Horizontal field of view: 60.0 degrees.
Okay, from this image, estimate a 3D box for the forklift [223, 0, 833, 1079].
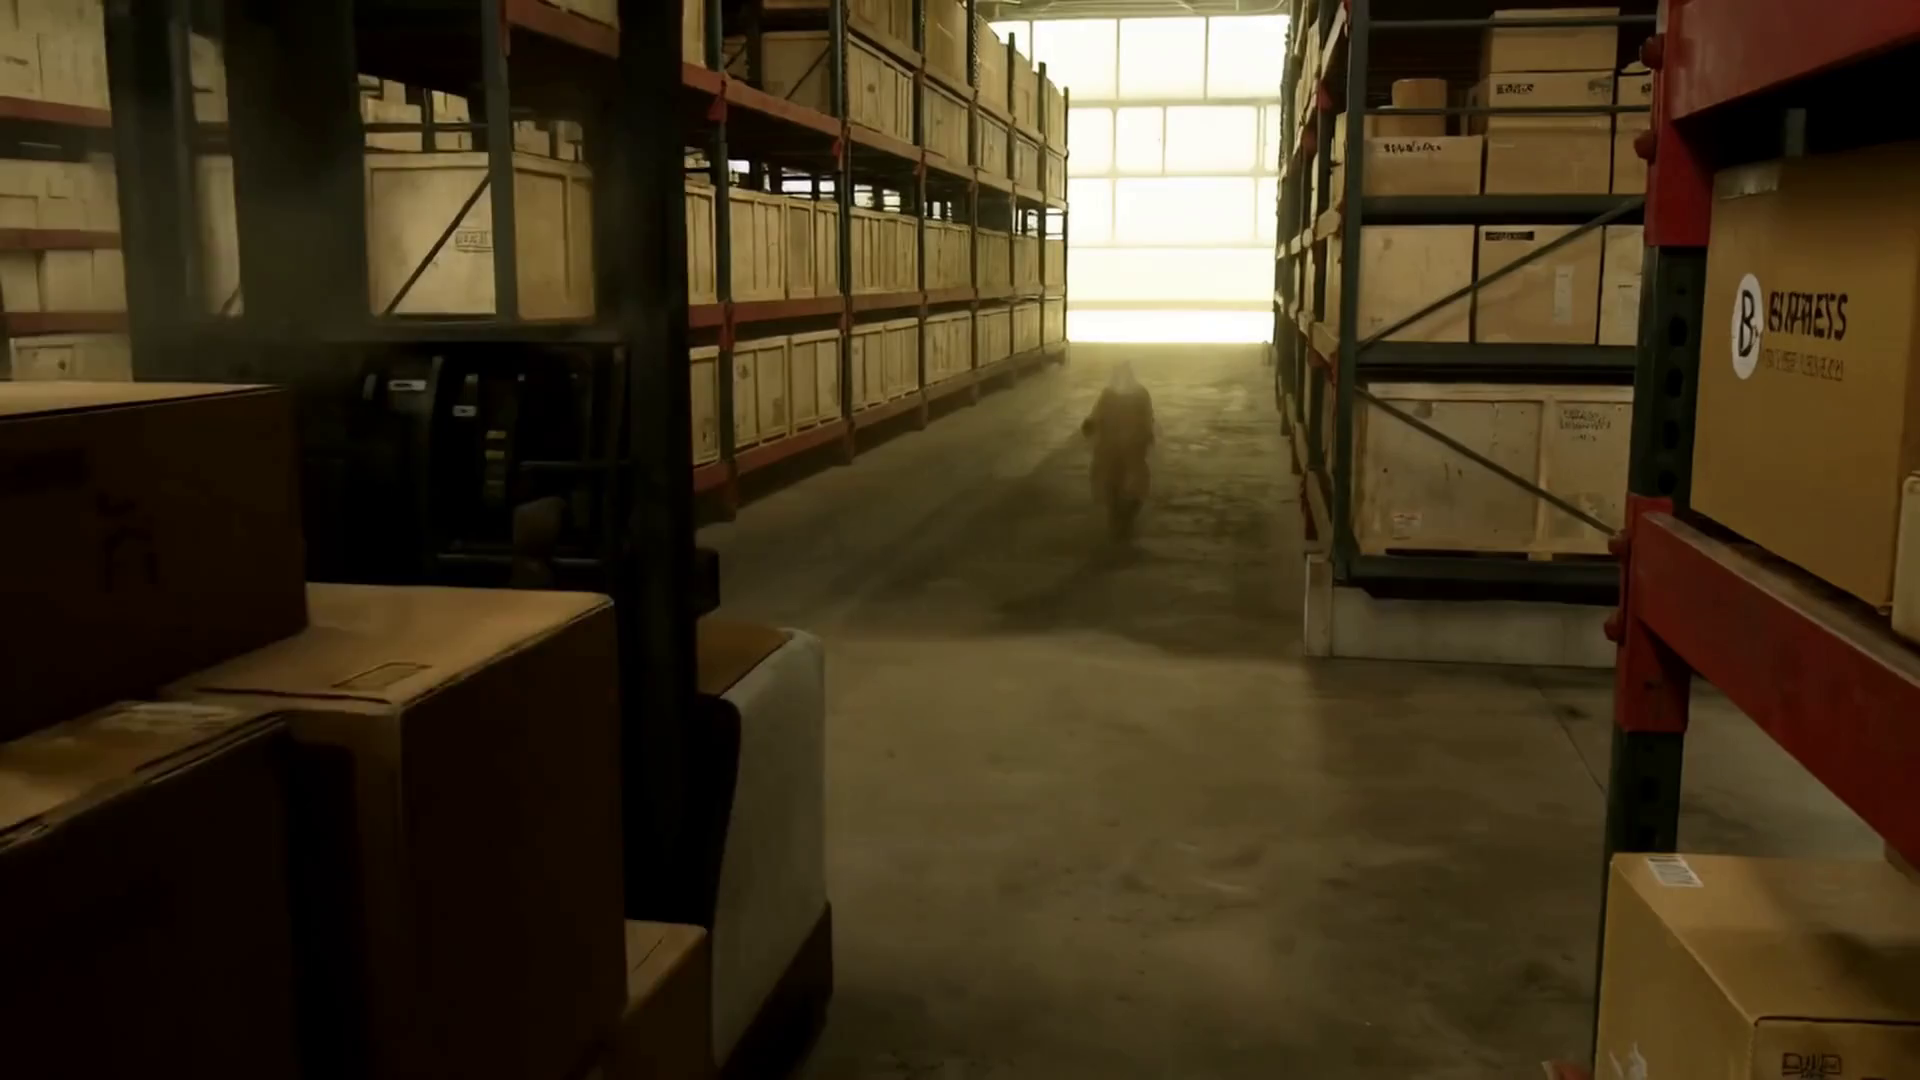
[{"bbox_3d":[-1.005,0.021,3.555,1.129,2.768,1.873,2,9,10],"label":"forklift"}]
